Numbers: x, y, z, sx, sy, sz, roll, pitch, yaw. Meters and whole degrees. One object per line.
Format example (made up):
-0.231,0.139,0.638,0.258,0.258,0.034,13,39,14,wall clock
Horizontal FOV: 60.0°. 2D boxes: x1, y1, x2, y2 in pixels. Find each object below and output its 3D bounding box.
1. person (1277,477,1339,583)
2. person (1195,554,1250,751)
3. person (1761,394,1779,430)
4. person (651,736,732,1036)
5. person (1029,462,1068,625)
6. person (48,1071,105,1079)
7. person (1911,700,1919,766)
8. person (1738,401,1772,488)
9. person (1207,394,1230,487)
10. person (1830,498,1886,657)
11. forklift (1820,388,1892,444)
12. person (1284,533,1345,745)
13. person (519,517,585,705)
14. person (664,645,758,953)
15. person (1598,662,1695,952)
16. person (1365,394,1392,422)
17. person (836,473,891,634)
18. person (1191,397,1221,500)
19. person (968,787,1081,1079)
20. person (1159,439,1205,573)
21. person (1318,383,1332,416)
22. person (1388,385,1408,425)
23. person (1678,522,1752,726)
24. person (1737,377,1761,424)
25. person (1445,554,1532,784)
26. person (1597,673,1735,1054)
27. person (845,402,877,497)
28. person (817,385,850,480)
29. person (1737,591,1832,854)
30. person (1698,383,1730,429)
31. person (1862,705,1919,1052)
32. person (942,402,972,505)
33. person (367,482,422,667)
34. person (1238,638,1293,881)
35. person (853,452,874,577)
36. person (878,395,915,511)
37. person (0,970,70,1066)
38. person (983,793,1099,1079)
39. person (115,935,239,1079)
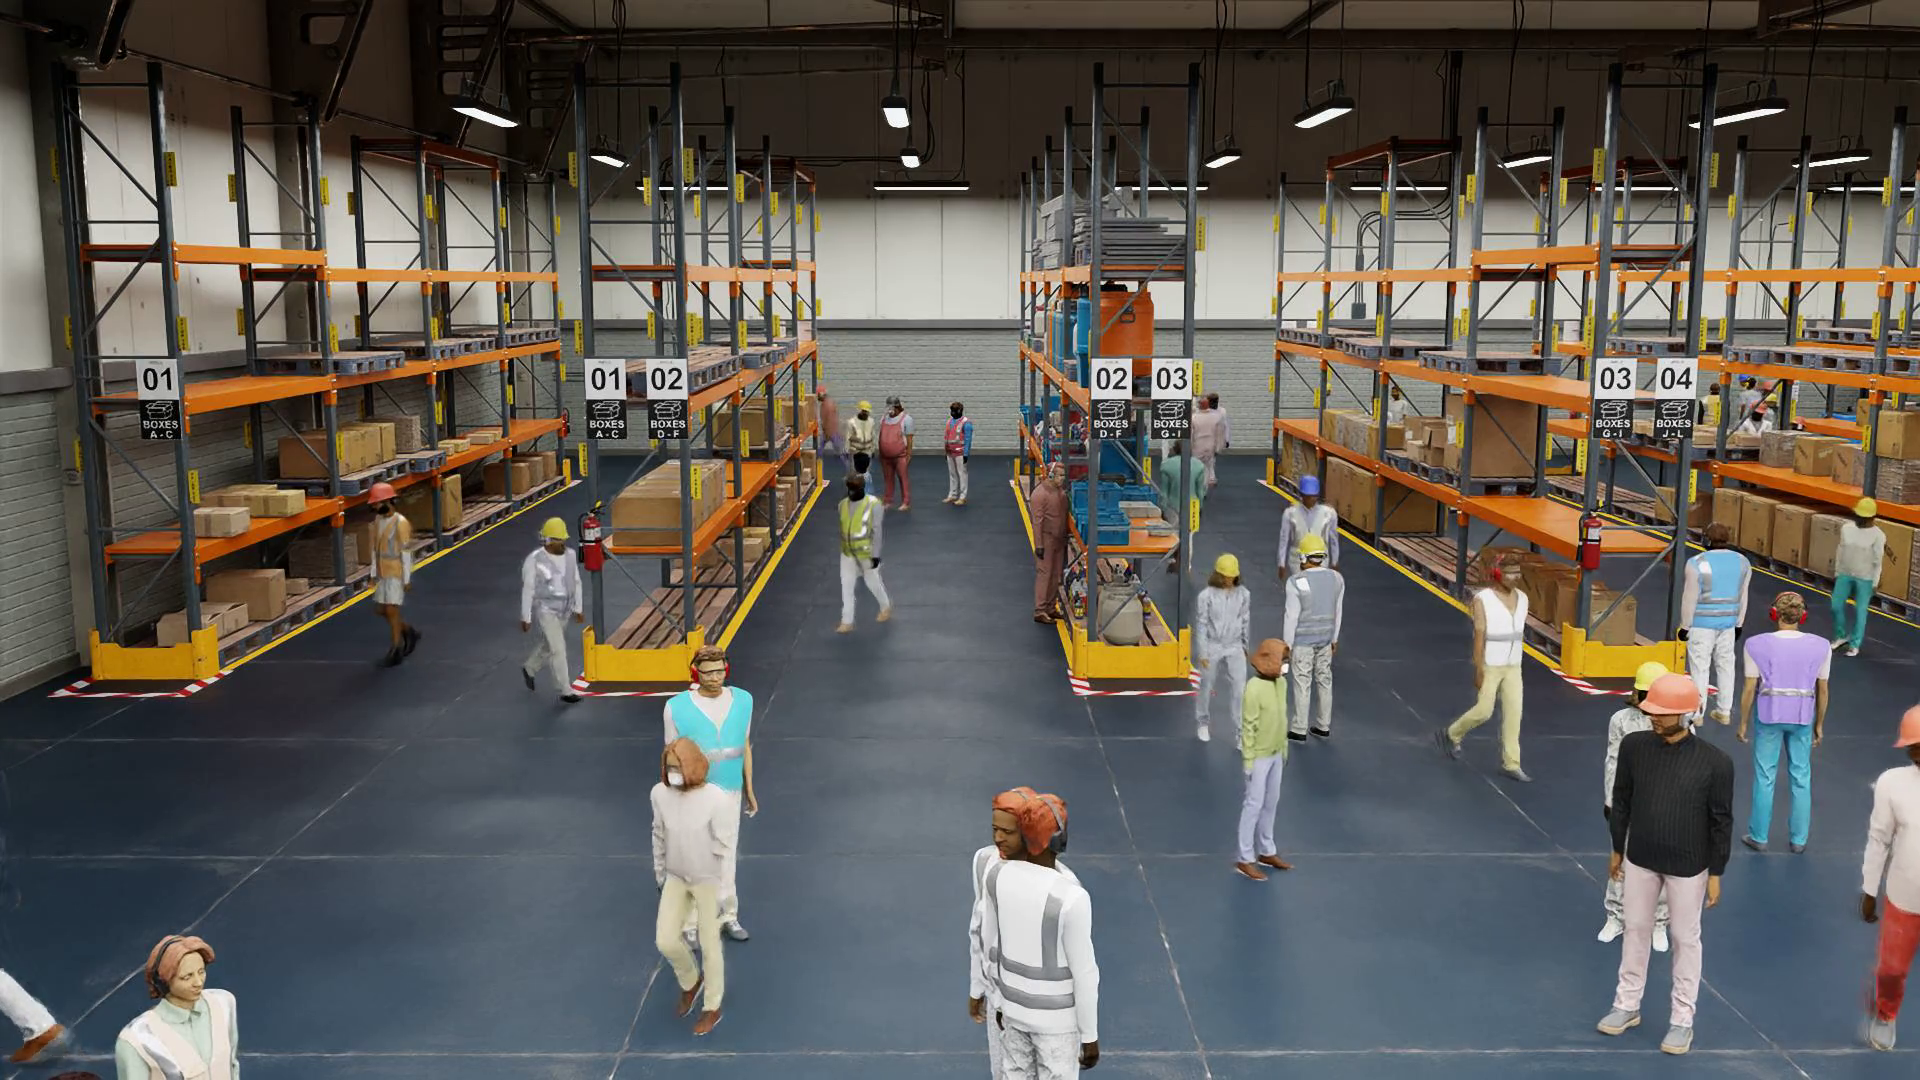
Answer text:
3.737,0.264,17.885,0.645,1.892,1.012,2,9,14,person
2.265,0.950,14.179,0.528,1.686,0.868,-2,9,-12,person
16.309,-2.088,33.581,0.324,1.730,0.490,0,9,1,person
-1.421,1.820,8.787,0.517,1.616,0.356,3,9,19,person
1.075,0.026,19.464,0.400,1.893,0.657,6,11,33,person
-2.308,2.334,4.521,0.590,1.919,0.396,3,9,20,person
6.023,1.474,9.958,0.613,1.945,0.406,0,9,2,person
13.882,-1.471,29.002,0.553,1.907,0.596,1,9,4,person
4.955,-1.926,32.283,0.654,1.802,0.901,-3,9,-17,person
9.476,0.400,17.561,0.456,1.727,0.545,-6,11,-33,person
20.072,-3.110,36.462,1.873,2.768,1.129,0,9,0,forklift
3.019,0.848,14.357,0.586,1.833,0.403,-4,10,-26,person
-3.936,0.646,15.838,0.914,1.785,0.567,5,10,31,person
-1.501,1.521,9.982,0.570,1.843,0.373,-6,10,-32,person
4.095,1.580,9.937,0.491,1.744,0.295,5,10,29,person
7.762,-1.789,31.023,0.545,1.929,0.387,1,9,5,person
-1.104,0.129,19.045,0.617,1.821,0.831,5,10,28,person
4.429,-1.673,30.373,0.652,1.890,0.453,-1,9,-9,person
0.264,1.957,7.094,0.579,1.878,0.354,8,12,43,person
2.983,-0.455,22.451,0.634,1.927,0.482,0,9,-2,person
8.113,-2.634,37.084,0.341,1.737,0.490,1,9,7,person
9.013,-2.271,34.357,0.333,1.860,0.508,-6,11,-36,person
6.745,0.753,14.946,0.634,1.839,0.429,-2,9,-10,person
17.537,-2.691,37.006,0.532,1.871,0.321,-3,9,-17,person
4.310,0.998,13.421,0.578,1.825,0.775,-4,10,-25,person
3.664,1.658,8.635,0.392,1.991,0.612,-8,12,-43,person
-1.799,-1.626,30.411,0.627,1.777,0.879,-3,9,-21,person
-2.623,-2.150,33.414,0.931,1.920,0.651,-5,10,-27,person
5.720,1.274,11.566,0.563,1.848,0.391,2,9,13,person
16.006,-2.416,35.344,0.622,1.838,0.429,3,9,19,person
4.812,1.754,8.190,0.669,1.950,0.874,7,11,38,person
-0.060,-1.547,29.738,0.429,1.844,0.625,-7,11,-39,person
-5.902,0.337,17.371,0.557,1.921,0.592,7,12,40,person
2.051,1.453,11.140,0.278,1.629,0.503,8,12,40,person
-1.306,-0.354,22.534,0.319,1.693,0.532,-2,9,-10,person
-1.153,-1.517,28.903,0.682,2.000,0.535,5,10,27,person
-5.032,1.758,8.333,0.947,1.902,0.640,-3,9,-17,person
0.350,1.976,6.936,0.575,1.885,0.355,8,12,43,person
-2.819,2.231,6.075,0.311,1.642,0.512,4,10,23,person
